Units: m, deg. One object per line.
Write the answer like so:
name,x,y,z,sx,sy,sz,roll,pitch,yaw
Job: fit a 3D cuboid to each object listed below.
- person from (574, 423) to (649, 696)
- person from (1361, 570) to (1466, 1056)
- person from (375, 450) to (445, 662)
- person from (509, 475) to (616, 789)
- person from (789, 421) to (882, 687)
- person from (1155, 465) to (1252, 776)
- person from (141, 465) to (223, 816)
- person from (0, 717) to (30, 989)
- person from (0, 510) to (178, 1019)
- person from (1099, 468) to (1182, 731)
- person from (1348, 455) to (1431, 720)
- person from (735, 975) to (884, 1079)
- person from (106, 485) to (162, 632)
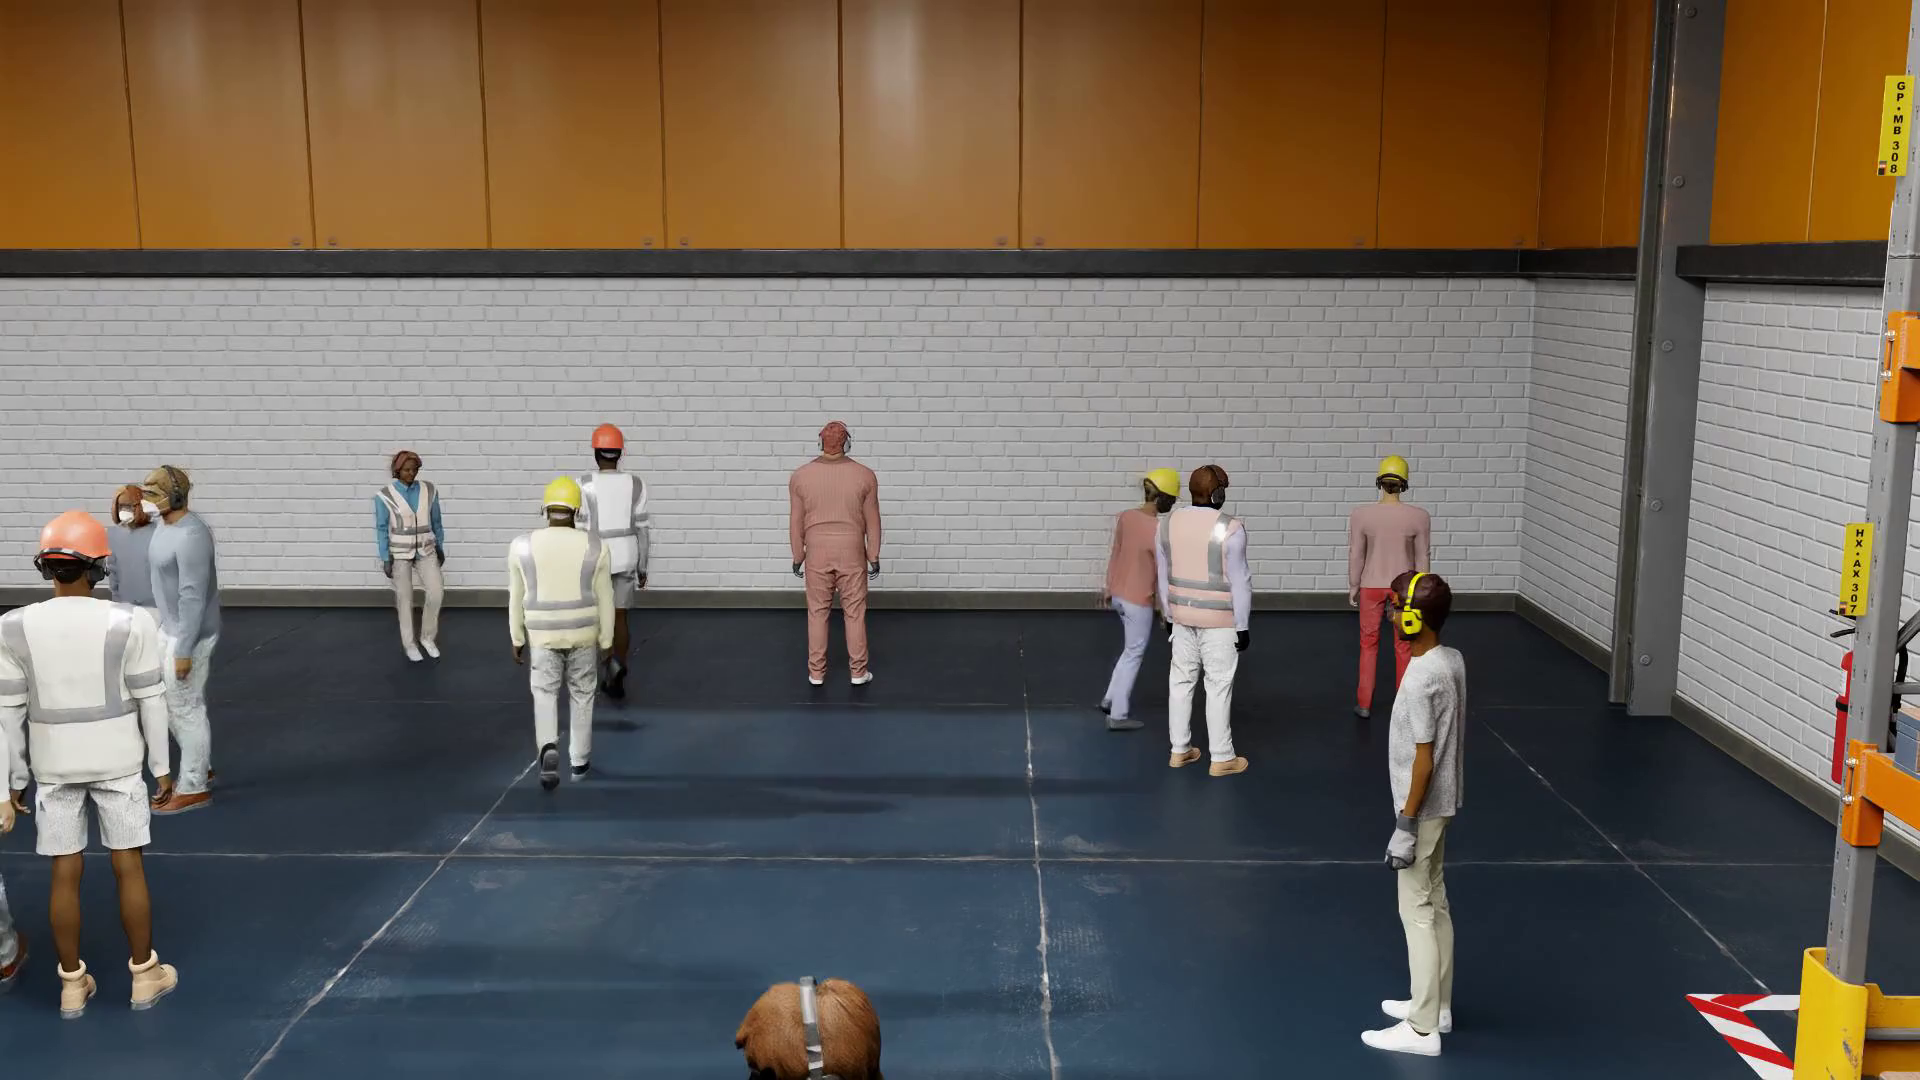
person,-2.391,0.160,11.457,0.572,1.922,0.571,-6,11,-30
person,1.757,1.040,6.372,0.310,1.864,0.532,5,11,30
person,-4.128,0.127,12.539,0.548,1.619,0.420,-8,12,-39
person,-2.270,0.540,9.516,0.602,1.810,0.654,-1,10,-8
person,-0.881,0.103,11.855,0.652,1.906,0.408,0,9,1
person,1.460,0.470,9.852,0.627,1.844,0.429,8,13,41
person,-4.305,0.541,9.168,0.443,1.930,0.671,-7,12,-36
person,-4.071,0.987,6.599,0.639,1.891,0.974,-3,10,-17
person,-3.504,0.896,6.700,0.613,2.041,0.393,-2,10,-14
person,1.166,0.390,10.666,0.461,1.724,0.570,-5,11,-26
person,2.826,0.320,10.979,0.528,1.768,0.313,2,10,12
person,-0.215,1.637,2.914,0.429,1.831,0.633,-1,10,-7
person,-5.278,0.455,10.660,0.503,1.598,0.799,0,9,1
